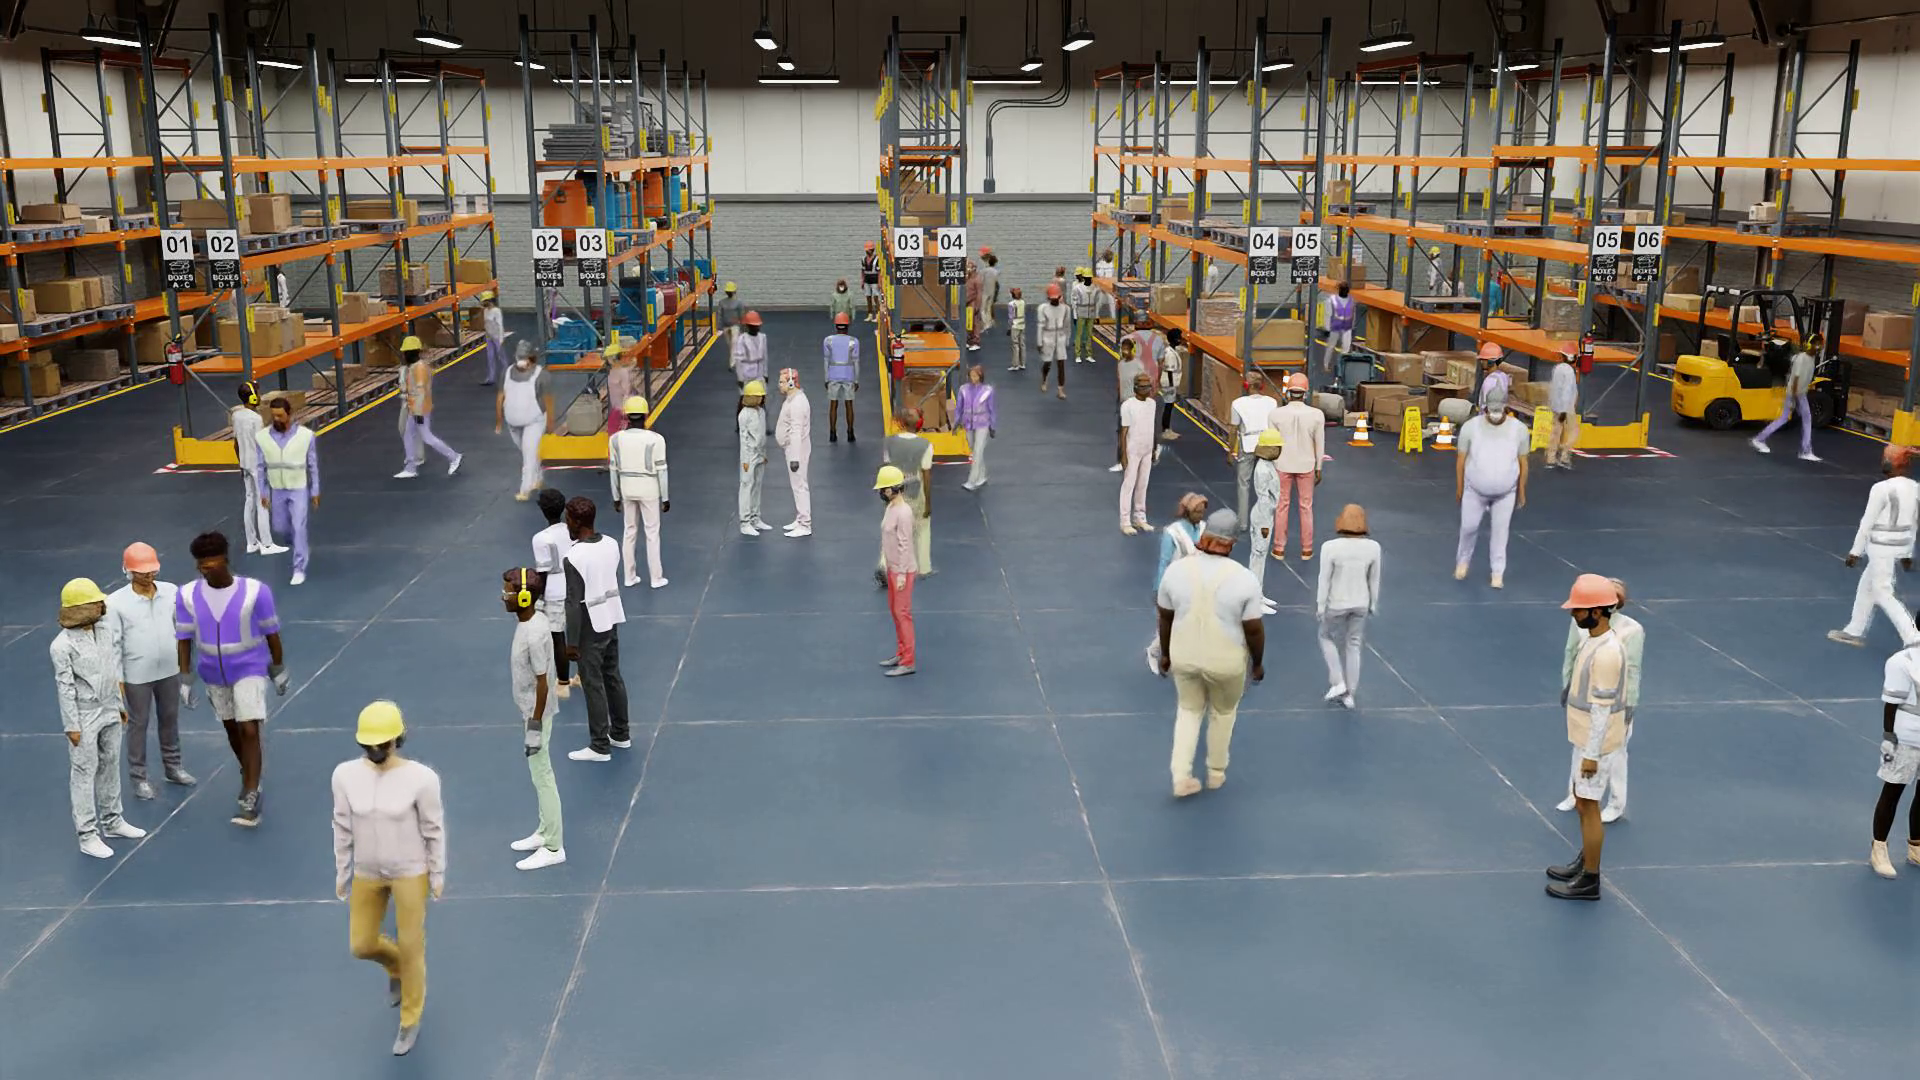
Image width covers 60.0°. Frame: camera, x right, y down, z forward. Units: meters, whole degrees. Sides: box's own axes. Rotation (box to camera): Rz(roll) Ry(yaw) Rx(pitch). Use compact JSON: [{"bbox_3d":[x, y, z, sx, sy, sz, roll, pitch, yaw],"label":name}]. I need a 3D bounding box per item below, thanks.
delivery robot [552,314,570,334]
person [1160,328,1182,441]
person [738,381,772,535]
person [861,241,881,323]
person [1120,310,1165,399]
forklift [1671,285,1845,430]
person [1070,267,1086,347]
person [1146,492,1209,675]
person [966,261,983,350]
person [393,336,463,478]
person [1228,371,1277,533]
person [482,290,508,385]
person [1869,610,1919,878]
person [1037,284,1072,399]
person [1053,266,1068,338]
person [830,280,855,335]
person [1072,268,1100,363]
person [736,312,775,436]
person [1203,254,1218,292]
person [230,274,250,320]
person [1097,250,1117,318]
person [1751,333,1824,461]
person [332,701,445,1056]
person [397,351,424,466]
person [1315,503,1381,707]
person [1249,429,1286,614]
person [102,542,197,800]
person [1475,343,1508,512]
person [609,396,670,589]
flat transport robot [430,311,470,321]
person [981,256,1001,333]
[{"bbox_3d":[-9.096,-4.932,38.143,0.477,0.478,0.707,-10,16,-36],"label":"delivery robot"},{"bbox_3d":[3.161,-2.337,24.925,0.319,1.689,0.539,2,13,10],"label":"person"},{"bbox_3d":[-2.326,-0.939,18.880,0.311,1.744,0.486,6,14,23],"label":"person"},{"bbox_3d":[-2.235,-6.454,41.648,0.612,2.029,0.410,9,16,33],"label":"person"},{"bbox_3d":[2.615,-2.363,24.276,0.686,2.000,0.535,-4,14,-17],"label":"person"},{"bbox_3d":[12.503,-2.886,26.166,2.313,2.155,1.214,-1,13,-3],"label":"forklift"},{"bbox_3d":[2.634,-5.118,36.544,0.534,1.765,0.324,13,18,43],"label":"person"},{"bbox_3d":[1.796,0.391,13.512,0.518,1.624,0.439,-11,17,-38],"label":"person"},{"bbox_3d":[0.237,-5.077,36.052,0.407,1.913,0.641,-8,15,-29],"label":"person"},{"bbox_3d":[-7.120,-1.766,22.062,0.831,1.899,0.605,-8,15,-30],"label":"person"},{"bbox_3d":[3.351,-1.002,18.976,0.574,1.831,0.407,-5,14,-20],"label":"person"},{"bbox_3d":[-8.578,-3.718,30.645,0.546,1.775,0.371,11,17,38],"label":"person"},{"bbox_3d":[5.752,1.194,9.948,0.540,1.696,0.315,-2,13,-7],"label":"person"},{"bbox_3d":[1.635,-3.492,29.118,0.649,2.015,0.673,-2,13,-9],"label":"person"},{"bbox_3d":[2.298,-5.493,38.400,0.310,1.638,0.523,-7,15,-26],"label":"person"},{"bbox_3d":[-2.475,-4.701,35.152,0.512,1.589,0.841,-2,13,-7],"label":"person"},{"bbox_3d":[2.577,-4.579,33.906,0.585,1.929,0.370,-5,14,-19],"label":"person"},{"bbox_3d":[-3.136,-2.520,25.244,0.585,1.891,0.888,-12,18,-42],"label":"person"},{"bbox_3d":[5.784,-5.709,38.772,0.401,1.899,0.636,5,14,19],"label":"person"},{"bbox_3d":[-13.842,-4.179,32.094,0.406,1.986,0.619,-6,15,-25],"label":"person"},{"bbox_3d":[3.659,-6.240,41.140,0.588,1.831,0.981,-9,16,-33],"label":"person"},{"bbox_3d":[11.743,-2.049,23.501,0.534,1.804,0.980,-9,16,-33],"label":"person"},{"bbox_3d":[-2.755,1.599,8.088,0.540,1.754,0.461,0,13,1],"label":"person"},{"bbox_3d":[-7.539,-1.828,22.887,0.541,1.623,0.376,6,14,23],"label":"person"},{"bbox_3d":[3.021,0.508,13.017,0.520,1.617,0.353,-2,13,-9],"label":"person"},{"bbox_3d":[2.892,-0.187,15.696,0.298,1.745,0.484,3,14,13],"label":"person"},{"bbox_3d":[-5.449,0.863,11.225,0.342,1.749,0.573,9,16,32],"label":"person"},{"bbox_3d":[6.372,-1.362,20.067,0.419,2.034,0.604,8,16,31],"label":"person"},{"bbox_3d":[-3.174,-0.469,16.525,0.591,1.918,0.395,3,14,13],"label":"person"},{"bbox_3d":[-12.641,-5.670,42.080,1.431,0.197,0.652,-4,14,-15],"label":"flat transport robot"},{"bbox_3d":[0.679,-5.778,39.231,0.619,1.833,0.427,-4,14,-17],"label":"person"}]
